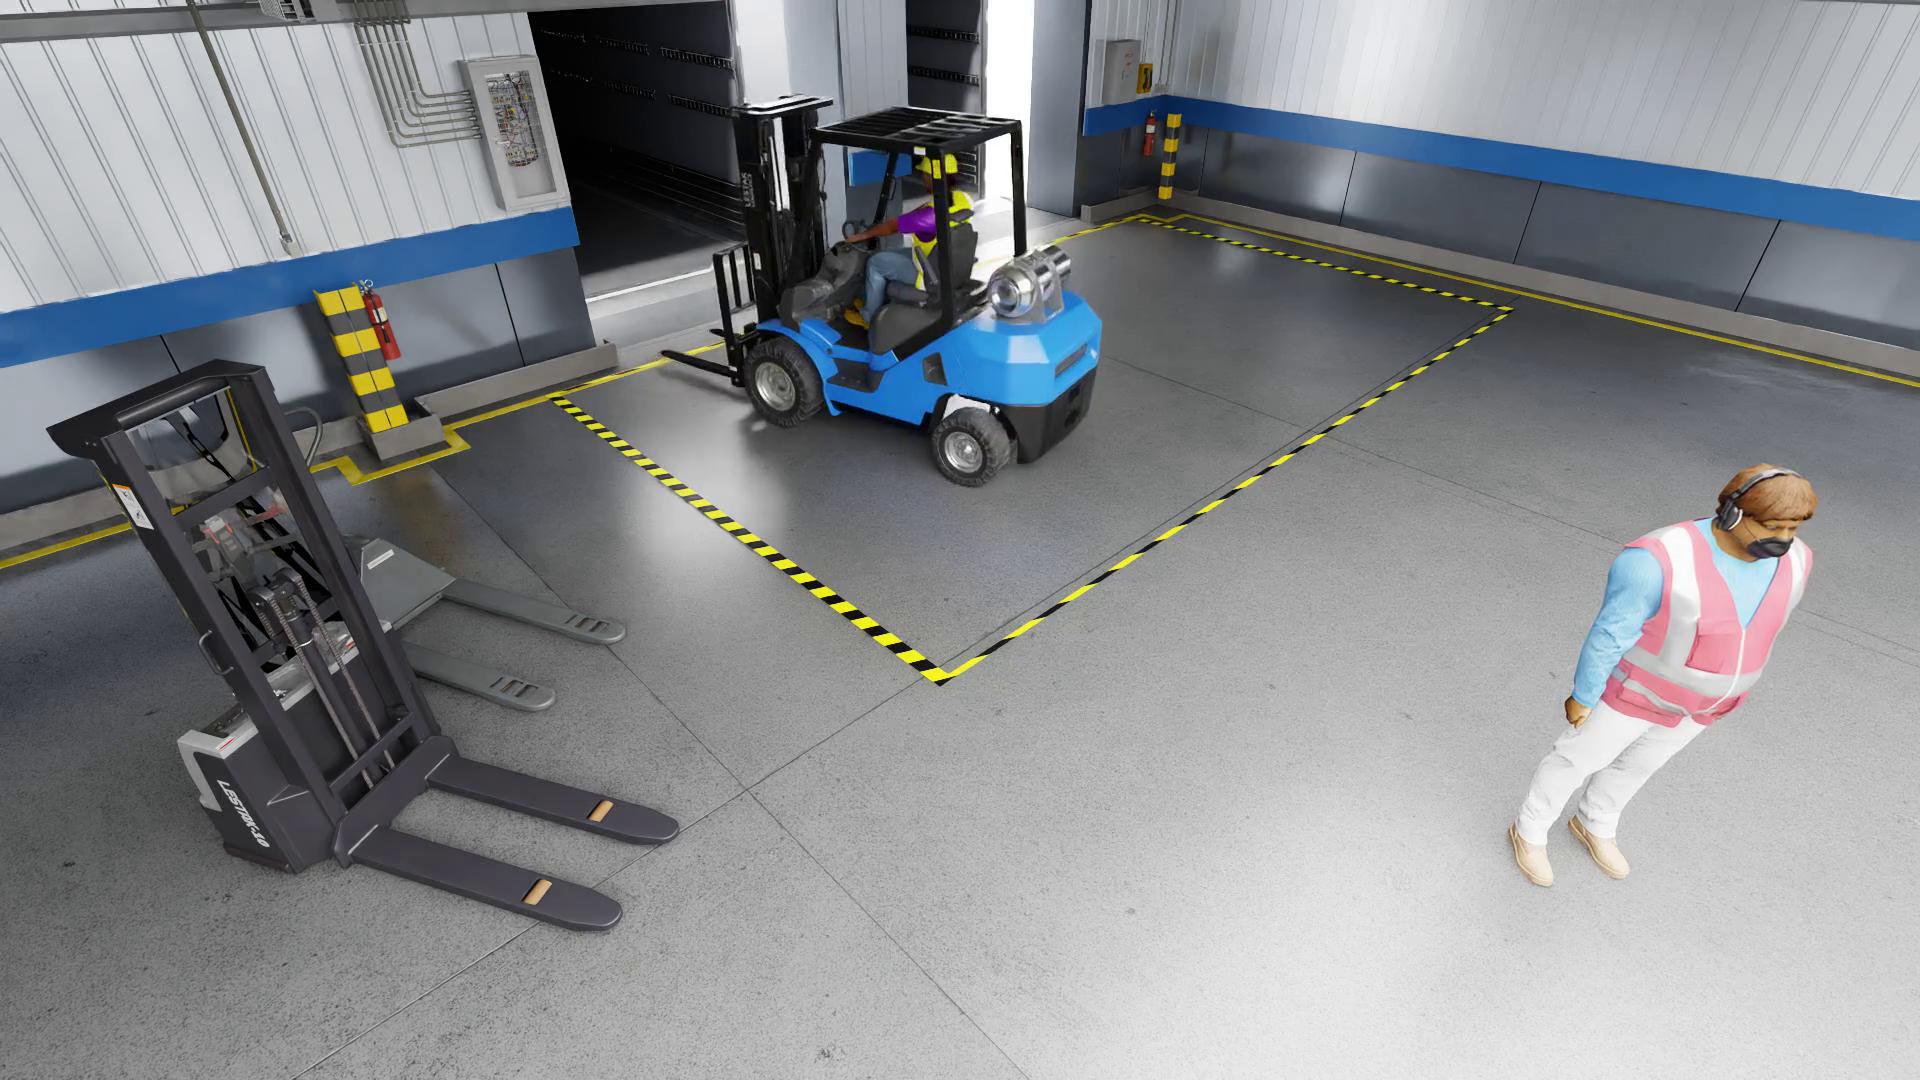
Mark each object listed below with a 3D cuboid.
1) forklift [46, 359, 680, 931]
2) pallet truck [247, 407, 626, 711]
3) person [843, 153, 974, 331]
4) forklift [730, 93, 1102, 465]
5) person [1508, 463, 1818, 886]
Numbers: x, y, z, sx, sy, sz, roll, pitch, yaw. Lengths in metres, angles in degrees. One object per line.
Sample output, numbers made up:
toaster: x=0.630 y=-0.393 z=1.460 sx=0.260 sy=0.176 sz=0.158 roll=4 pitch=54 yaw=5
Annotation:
forklift: x=-2.135 y=0.422 z=3.354 sx=1.885 sy=1.965 sz=0.823 roll=10 pitch=35 yaw=14
pallet truck: x=-2.628 y=0.038 z=4.590 sx=1.601 sy=1.201 sz=0.680 roll=12 pitch=36 yaw=18
person: x=-0.409 y=-2.073 z=6.374 sx=1.004 sy=1.294 sz=0.635 roll=19 pitch=39 yaw=26
forklift: x=-0.362 y=-1.897 z=6.448 sx=2.680 sy=2.036 sz=1.157 roll=19 pitch=39 yaw=26
person: x=2.516 y=0.548 z=3.305 sx=0.635 sy=1.841 sz=0.429 roll=-3 pitch=34 yaw=-4
